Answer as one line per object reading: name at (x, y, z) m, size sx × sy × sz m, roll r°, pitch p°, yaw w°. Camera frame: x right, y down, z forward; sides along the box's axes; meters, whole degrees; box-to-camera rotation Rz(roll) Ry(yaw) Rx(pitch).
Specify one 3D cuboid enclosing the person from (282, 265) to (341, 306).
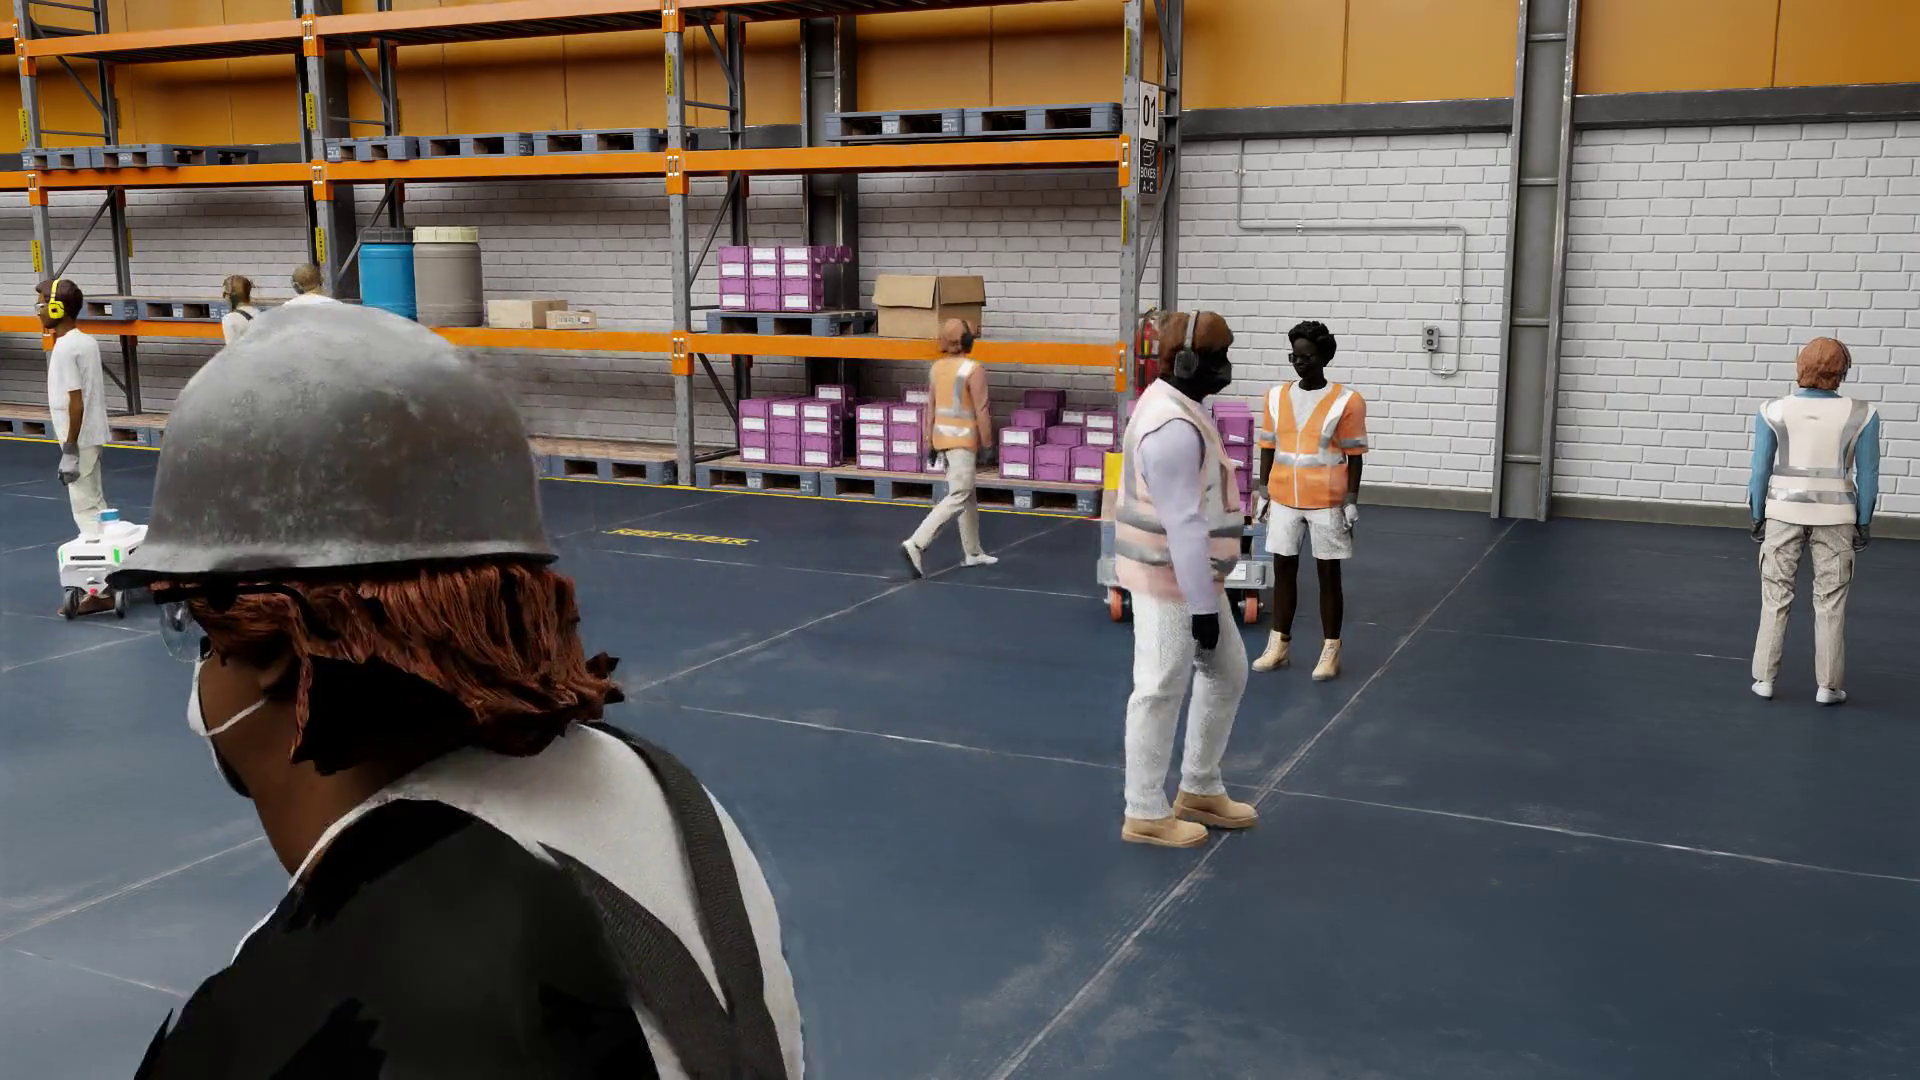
person at (-5.260, -1.317, 13.788) m, size 0.780 × 1.907 × 0.346 m, roll 1°, pitch 10°, yaw 8°

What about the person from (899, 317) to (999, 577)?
person at (-0.063, -0.584, 10.381) m, size 0.756 × 1.607 × 0.509 m, roll -6°, pitch 12°, yaw -33°

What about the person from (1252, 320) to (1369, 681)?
person at (1.641, -0.183, 7.843) m, size 0.539 × 1.695 × 0.318 m, roll 7°, pitch 12°, yaw 36°

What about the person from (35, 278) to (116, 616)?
person at (-4.897, -0.509, 9.234) m, size 0.310 × 1.863 × 0.533 m, roll -3°, pitch 10°, yaw -14°

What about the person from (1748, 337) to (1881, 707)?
person at (3.778, -0.076, 7.395) m, size 0.515 × 1.641 × 0.309 m, roll 6°, pitch 11°, yaw 30°

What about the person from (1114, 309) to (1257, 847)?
person at (0.822, 0.151, 5.562) m, size 0.609 × 1.824 × 0.666 m, roll 2°, pitch 10°, yaw 10°

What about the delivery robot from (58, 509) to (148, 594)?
delivery robot at (-4.797, 0.068, 9.403) m, size 0.477 × 0.478 × 0.707 m, roll -1°, pitch 10°, yaw -7°

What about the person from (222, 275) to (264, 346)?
person at (-5.965, -1.340, 14.136) m, size 0.755 × 1.819 × 0.514 m, roll 4°, pitch 11°, yaw 22°
